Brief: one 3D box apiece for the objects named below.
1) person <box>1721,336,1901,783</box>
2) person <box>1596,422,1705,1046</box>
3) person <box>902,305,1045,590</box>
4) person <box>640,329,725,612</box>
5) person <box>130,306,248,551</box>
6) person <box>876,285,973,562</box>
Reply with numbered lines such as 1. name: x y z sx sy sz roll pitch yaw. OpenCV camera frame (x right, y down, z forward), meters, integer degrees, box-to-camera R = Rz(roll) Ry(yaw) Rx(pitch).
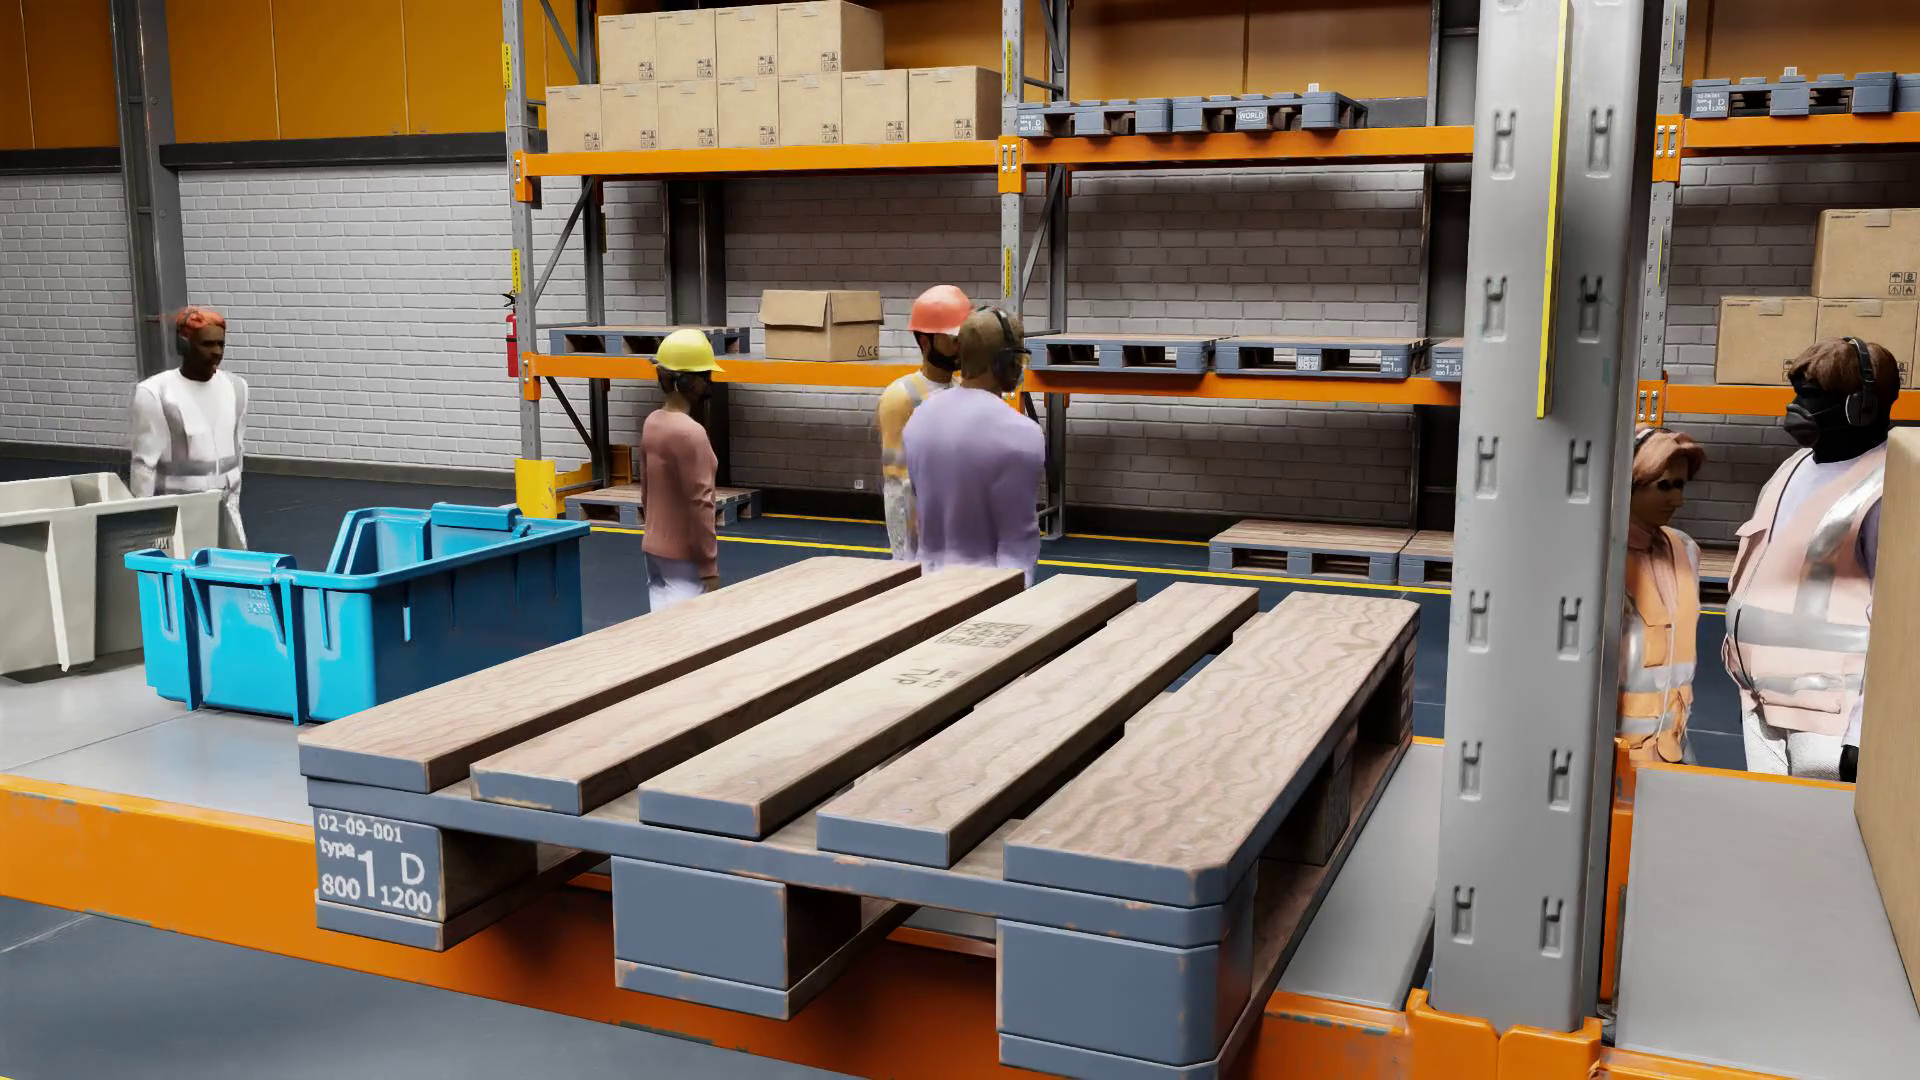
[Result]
1. person: 2.140 0.417 4.171 0.429 1.844 0.627 0 9 -2
2. person: 1.624 0.528 4.114 0.514 1.640 0.310 -6 11 -31
3. person: 0.061 0.190 5.404 1.022 1.884 0.649 -9 13 -43
4. person: -1.068 0.064 6.510 0.326 1.767 0.533 -6 11 -31
5. person: -3.570 -0.151 7.612 0.822 1.845 0.591 6 11 31
6. person: -0.075 -0.003 6.398 0.375 1.935 0.551 6 11 33
